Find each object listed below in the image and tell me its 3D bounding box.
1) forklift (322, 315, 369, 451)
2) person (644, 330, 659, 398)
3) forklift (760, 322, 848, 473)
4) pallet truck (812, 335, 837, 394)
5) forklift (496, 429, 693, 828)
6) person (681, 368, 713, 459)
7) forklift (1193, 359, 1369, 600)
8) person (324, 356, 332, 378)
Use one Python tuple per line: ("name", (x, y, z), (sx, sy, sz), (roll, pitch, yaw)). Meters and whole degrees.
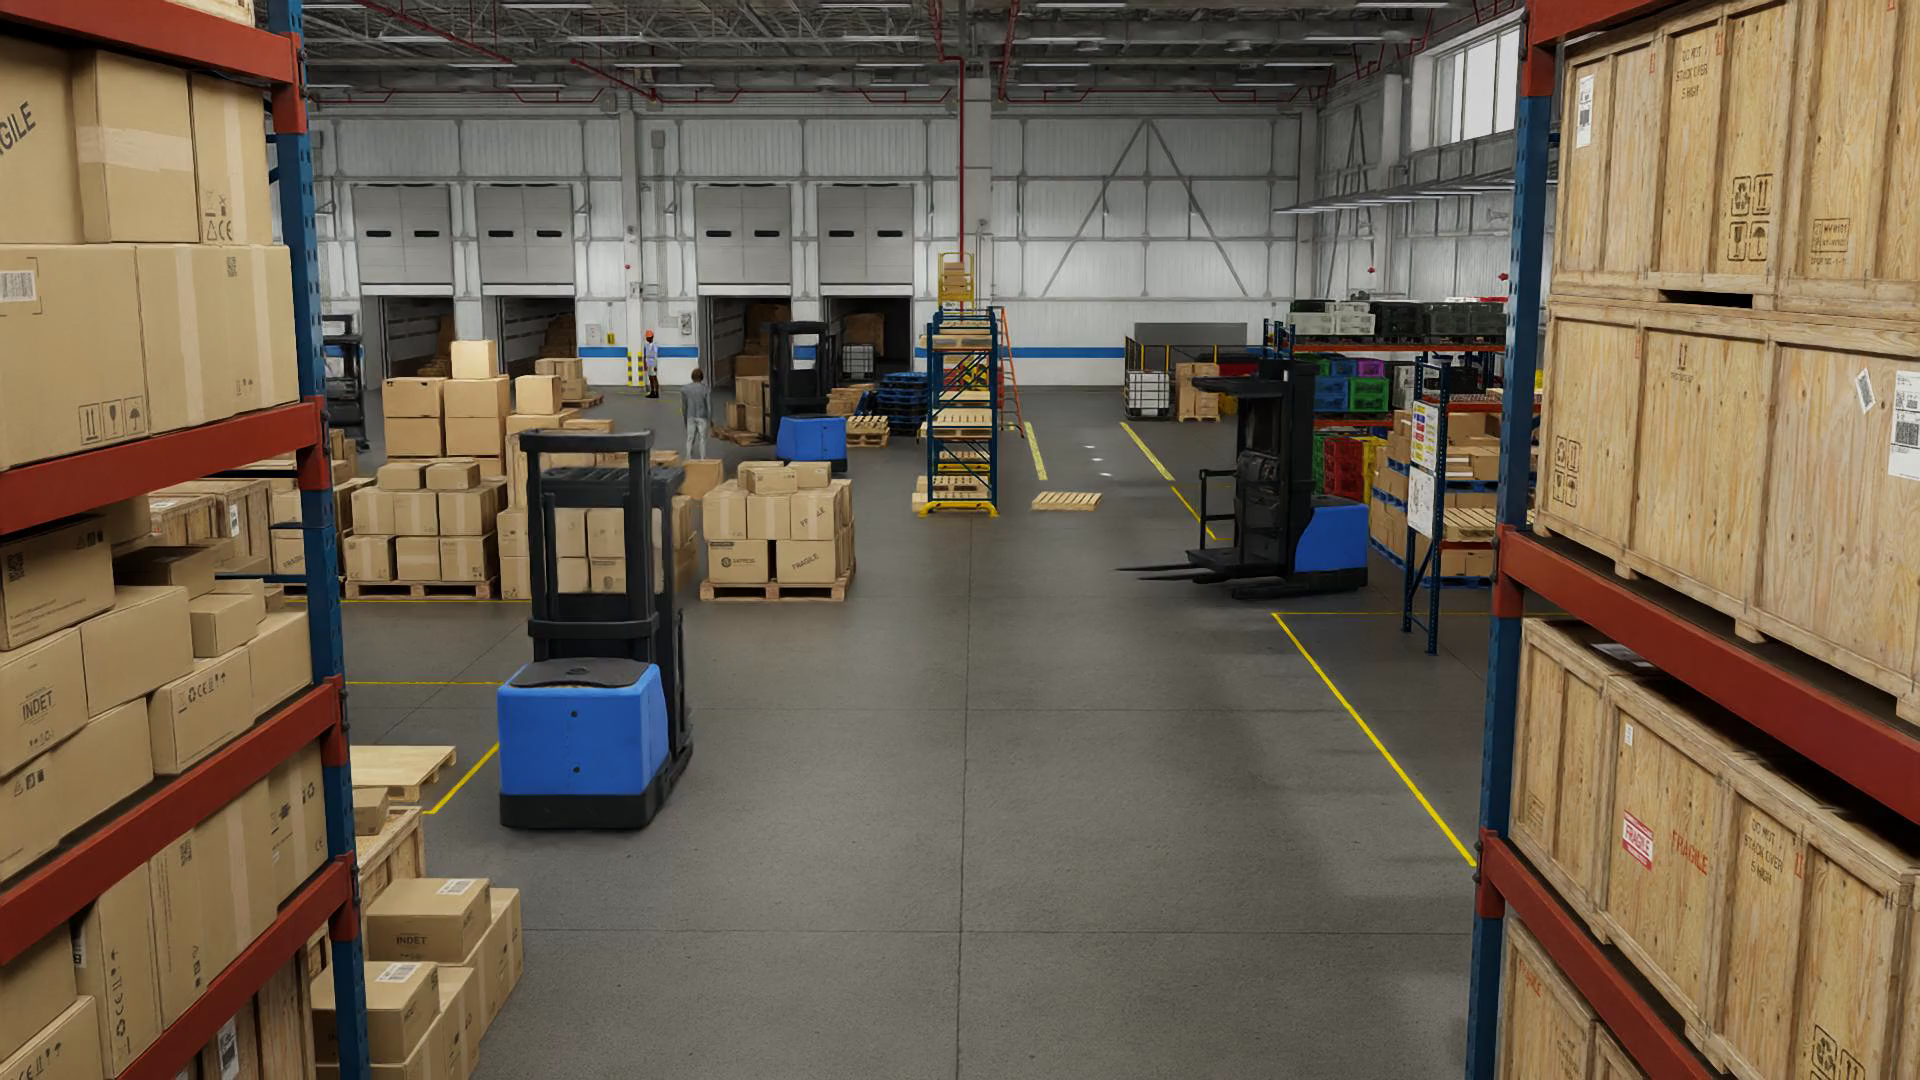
("forklift", (-13.158, -3.321, 34.861), (1.129, 2.768, 1.873), (-5, 11, -25))
("person", (-8.773, -4.986, 47.219), (0.388, 1.930, 0.544), (-8, 13, -38))
("forklift", (-2.942, -2.700, 31.278), (1.129, 2.768, 1.873), (-5, 11, -26))
("pallet truck", (-3.021, -4.312, 43.126), (1.885, 1.965, 0.823), (3, 10, 17))
("forklift", (-2.749, 0.560, 12.472), (1.129, 2.768, 1.873), (0, 10, 1))
("person", (-5.013, -2.315, 31.798), (0.628, 1.931, 0.358), (2, 10, 14))
("forklift", (3.961, -0.790, 20.258), (1.873, 2.768, 1.129), (-3, 10, -19))
("person", (-14.465, -3.344, 37.751), (0.616, 1.924, 0.547), (5, 11, 25))
